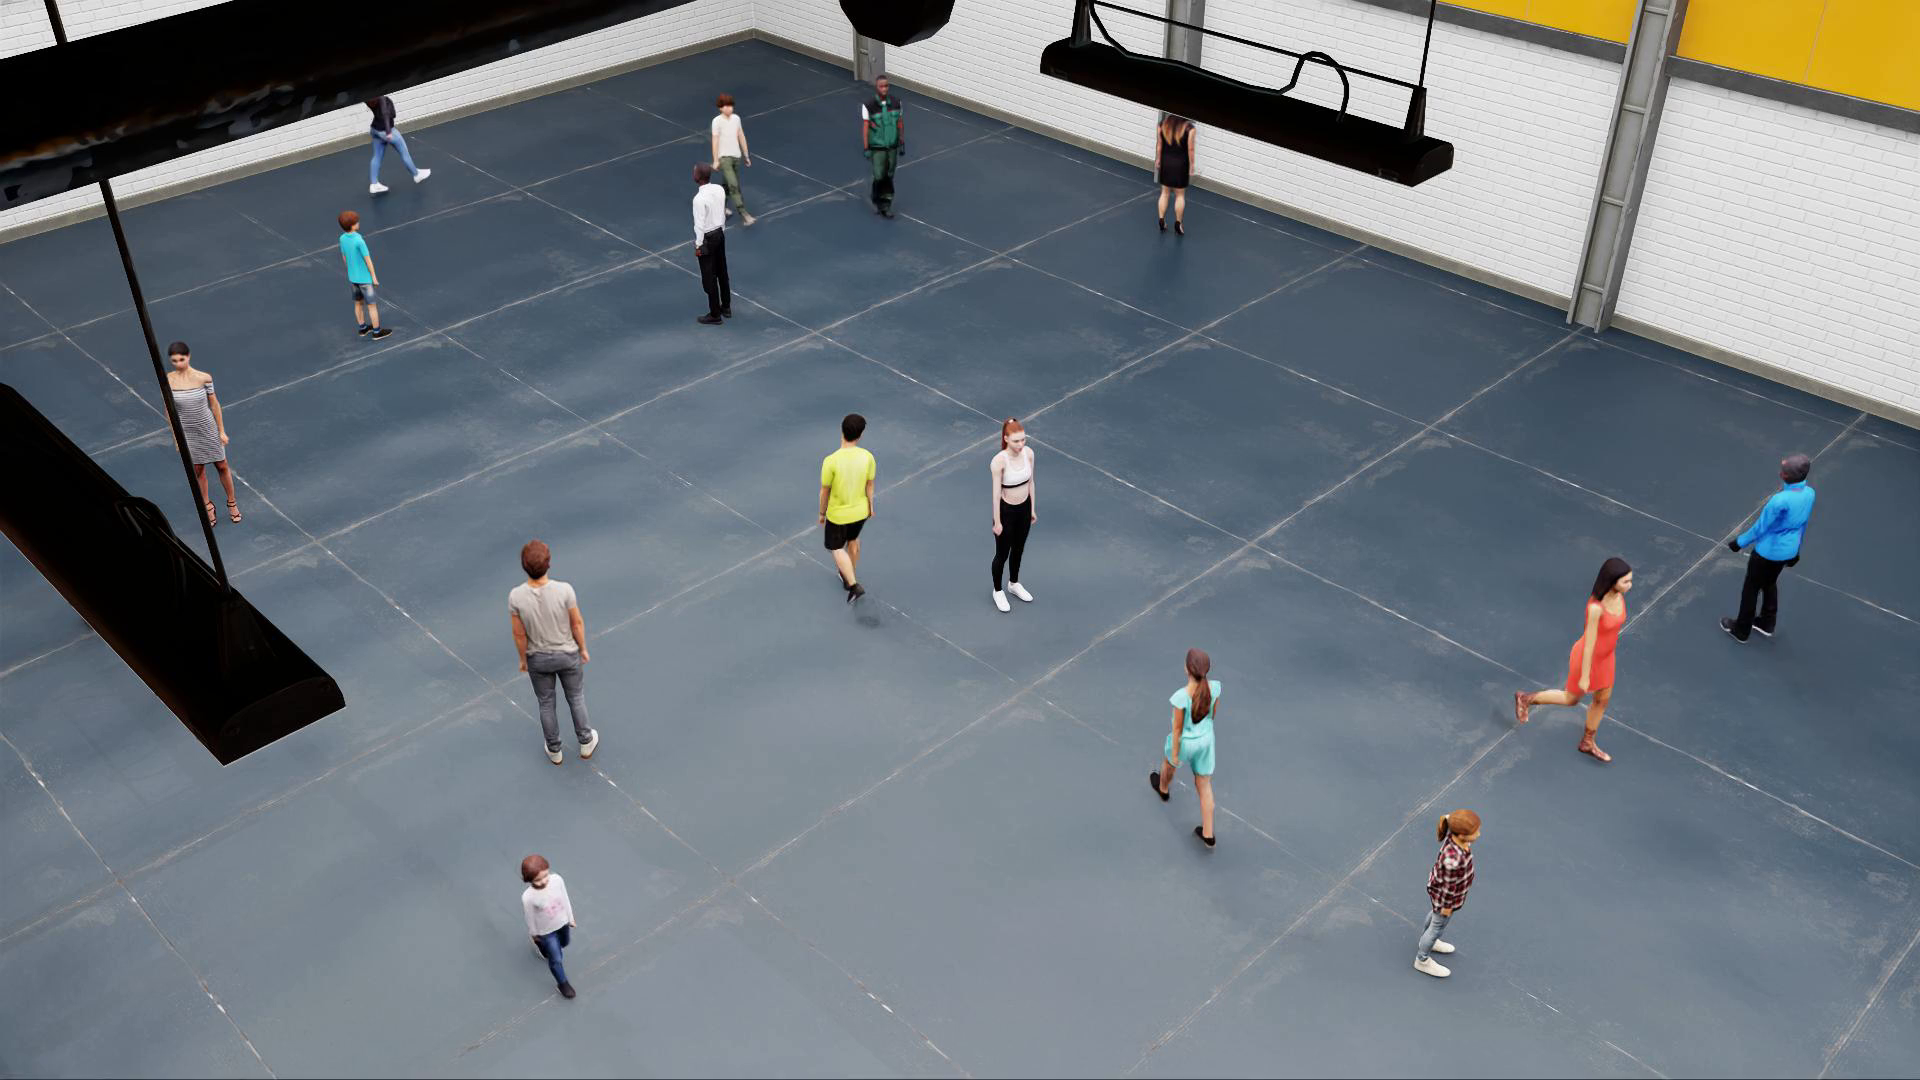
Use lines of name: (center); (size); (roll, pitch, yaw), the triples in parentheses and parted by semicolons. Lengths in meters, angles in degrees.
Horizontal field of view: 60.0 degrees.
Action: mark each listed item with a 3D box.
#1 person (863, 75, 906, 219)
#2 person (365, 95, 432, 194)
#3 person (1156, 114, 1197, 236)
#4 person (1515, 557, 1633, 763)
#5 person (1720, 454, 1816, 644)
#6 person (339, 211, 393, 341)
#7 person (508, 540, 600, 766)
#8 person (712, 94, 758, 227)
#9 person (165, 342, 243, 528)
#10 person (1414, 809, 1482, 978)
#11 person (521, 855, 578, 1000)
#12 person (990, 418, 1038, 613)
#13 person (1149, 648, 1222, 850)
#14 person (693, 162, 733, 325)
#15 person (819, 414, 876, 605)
person: (-0.987, -4.964, 20.882); (0.766, 1.828, 0.760); (-15, 36, -21)
person: (-7.521, -5.256, 21.538); (1.049, 1.588, 0.761); (26, 41, 33)
person: (2.641, -4.572, 20.395); (0.640, 1.714, 0.786); (16, 37, 22)
person: (4.568, 0.856, 12.246); (0.605, 1.695, 1.009); (-29, 43, -36)
person: (6.531, 0.130, 13.255); (0.759, 1.787, 0.796); (-13, 36, -19)
person: (-6.535, -2.892, 18.108); (0.493, 1.449, 0.633); (16, 37, 23)
person: (-2.968, 0.826, 12.108); (0.747, 1.898, 0.754); (-7, 34, -10)
person: (-2.920, -4.771, 20.790); (0.632, 1.609, 1.104); (-27, 42, -34)
person: (-6.780, -0.947, 14.844); (0.676, 1.824, 0.676); (-11, 35, -16)
person: (3.083, 2.210, 10.563); (0.601, 1.304, 0.591); (13, 36, 18)
person: (-2.610, 2.383, 10.492); (0.709, 1.094, 0.458); (27, 42, 34)
person: (0.432, -0.224, 13.829); (0.619, 1.742, 0.564); (-22, 39, -29)
person: (1.653, 1.444, 11.520); (0.885, 1.521, 1.130); (-10, 35, -14)
person: (-2.745, -3.279, 18.340); (0.638, 1.837, 0.697); (16, 37, 23)
person: (-0.900, -0.218, 13.880); (0.821, 1.675, 1.001); (-17, 37, -23)
